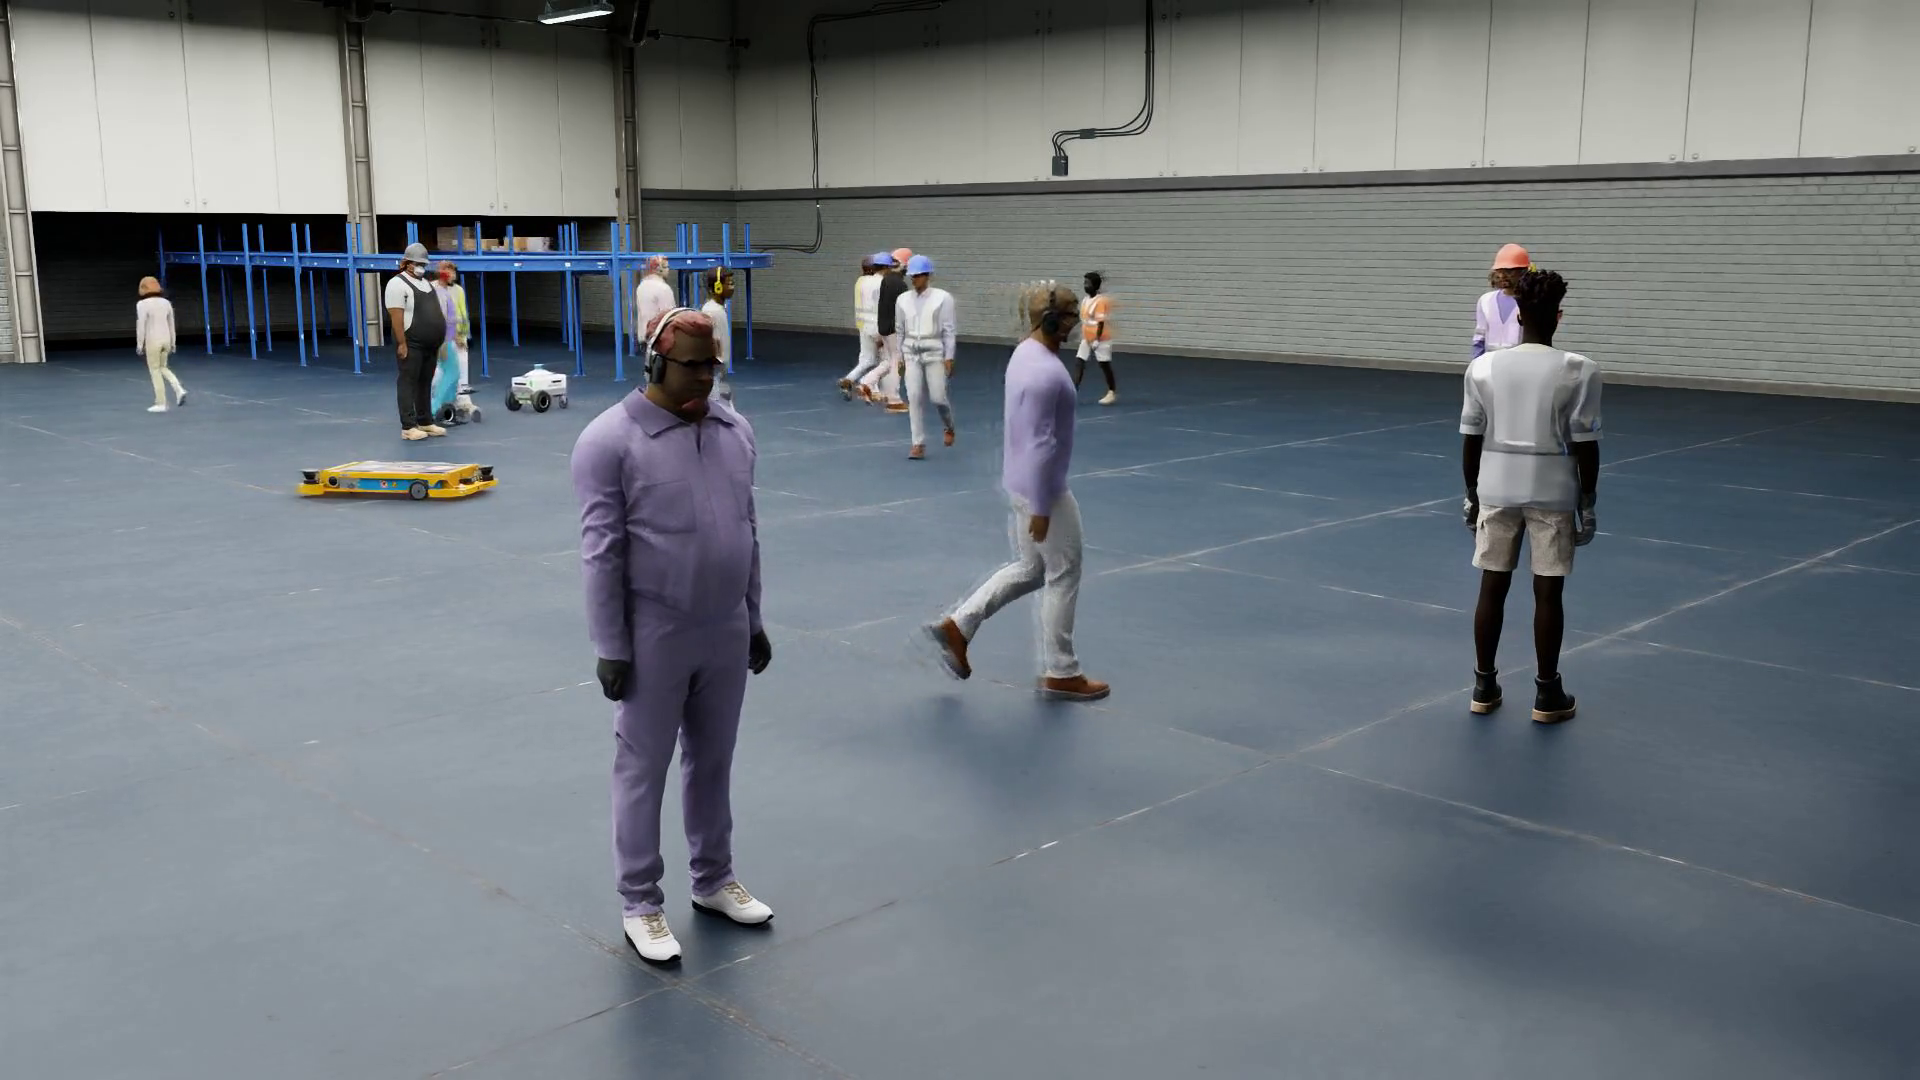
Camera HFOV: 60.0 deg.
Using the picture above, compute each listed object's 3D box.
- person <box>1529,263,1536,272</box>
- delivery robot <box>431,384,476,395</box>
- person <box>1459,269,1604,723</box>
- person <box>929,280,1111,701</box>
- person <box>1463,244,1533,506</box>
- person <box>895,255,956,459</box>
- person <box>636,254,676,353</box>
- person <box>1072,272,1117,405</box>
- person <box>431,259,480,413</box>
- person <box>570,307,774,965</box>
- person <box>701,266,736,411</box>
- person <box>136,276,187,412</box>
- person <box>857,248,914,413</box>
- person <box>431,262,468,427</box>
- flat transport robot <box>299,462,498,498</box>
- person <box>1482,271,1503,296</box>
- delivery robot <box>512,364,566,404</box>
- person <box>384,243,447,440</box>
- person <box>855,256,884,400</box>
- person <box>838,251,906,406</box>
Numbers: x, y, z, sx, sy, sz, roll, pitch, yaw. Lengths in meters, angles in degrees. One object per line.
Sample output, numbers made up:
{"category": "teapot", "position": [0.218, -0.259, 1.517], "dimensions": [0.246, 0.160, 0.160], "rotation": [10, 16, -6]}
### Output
{"category": "person", "position": [7.235, -2.674, 21.387], "dimensions": [0.518, 1.757, 0.338], "rotation": [-10, 14, -43]}
{"category": "delivery robot", "position": [-5.807, -1.757, 18.813], "dimensions": [0.335, 0.223, 0.698], "rotation": [6, 12, 30]}
{"category": "person", "position": [2.494, -0.195, 7.291], "dimensions": [0.607, 1.966, 0.367], "rotation": [7, 13, 34]}
{"category": "person", "position": [0.282, -0.219, 7.578], "dimensions": [0.769, 1.917, 0.636], "rotation": [-1, 10, -5]}
{"category": "person", "position": [4.205, -1.238, 12.772], "dimensions": [0.609, 2.044, 0.397], "rotation": [10, 14, 44]}
{"category": "person", "position": [-0.308, -1.758, 15.922], "dimensions": [0.623, 1.929, 0.624], "rotation": [4, 11, 20]}
{"category": "person", "position": [-3.406, -2.315, 19.049], "dimensions": [0.443, 1.889, 0.656], "rotation": [-6, 12, -31]}
{"category": "person", "position": [1.607, -2.494, 20.672], "dimensions": [0.858, 1.642, 0.549], "rotation": [-5, 12, -26]}
{"category": "person", "position": [-6.117, -2.434, 19.893], "dimensions": [0.634, 1.828, 0.655], "rotation": [4, 11, 22]}
{"category": "person", "position": [-0.814, 0.268, 4.948], "dimensions": [0.410, 1.904, 0.639], "rotation": [9, 14, 40]}
{"category": "person", "position": [-2.086, -1.376, 14.041], "dimensions": [0.448, 1.855, 0.530], "rotation": [-2, 11, -11]}
{"category": "person", "position": [-9.631, -2.347, 19.976], "dimensions": [0.388, 1.623, 0.512], "rotation": [3, 11, 17]}
{"category": "person", "position": [-0.828, -2.491, 19.838], "dimensions": [0.641, 1.956, 0.659], "rotation": [-4, 11, -23]}
{"category": "person", "position": [-5.761, -2.185, 18.607], "dimensions": [0.547, 1.807, 0.595], "rotation": [-4, 11, -21]}
{"category": "flat transport robot", "position": [-4.636, -0.509, 13.751], "dimensions": [1.431, 0.197, 0.652], "rotation": [2, 10, 8]}
{"category": "person", "position": [7.263, -2.832, 22.619], "dimensions": [0.524, 1.618, 0.524], "rotation": [-3, 11, -16]}
{"category": "delivery robot", "position": [-5.142, -1.904, 20.325], "dimensions": [0.477, 0.478, 0.707], "rotation": [5, 12, 25]}
{"category": "person", "position": [-5.653, -2.072, 17.444], "dimensions": [0.536, 2.000, 0.673], "rotation": [3, 11, 15]}
{"category": "person", "position": [-1.139, -2.754, 21.583], "dimensions": [0.429, 1.846, 0.629], "rotation": [-3, 11, -18]}
{"category": "person", "position": [-1.097, -2.628, 20.711], "dimensions": [0.774, 1.915, 0.619], "rotation": [-5, 12, -25]}
